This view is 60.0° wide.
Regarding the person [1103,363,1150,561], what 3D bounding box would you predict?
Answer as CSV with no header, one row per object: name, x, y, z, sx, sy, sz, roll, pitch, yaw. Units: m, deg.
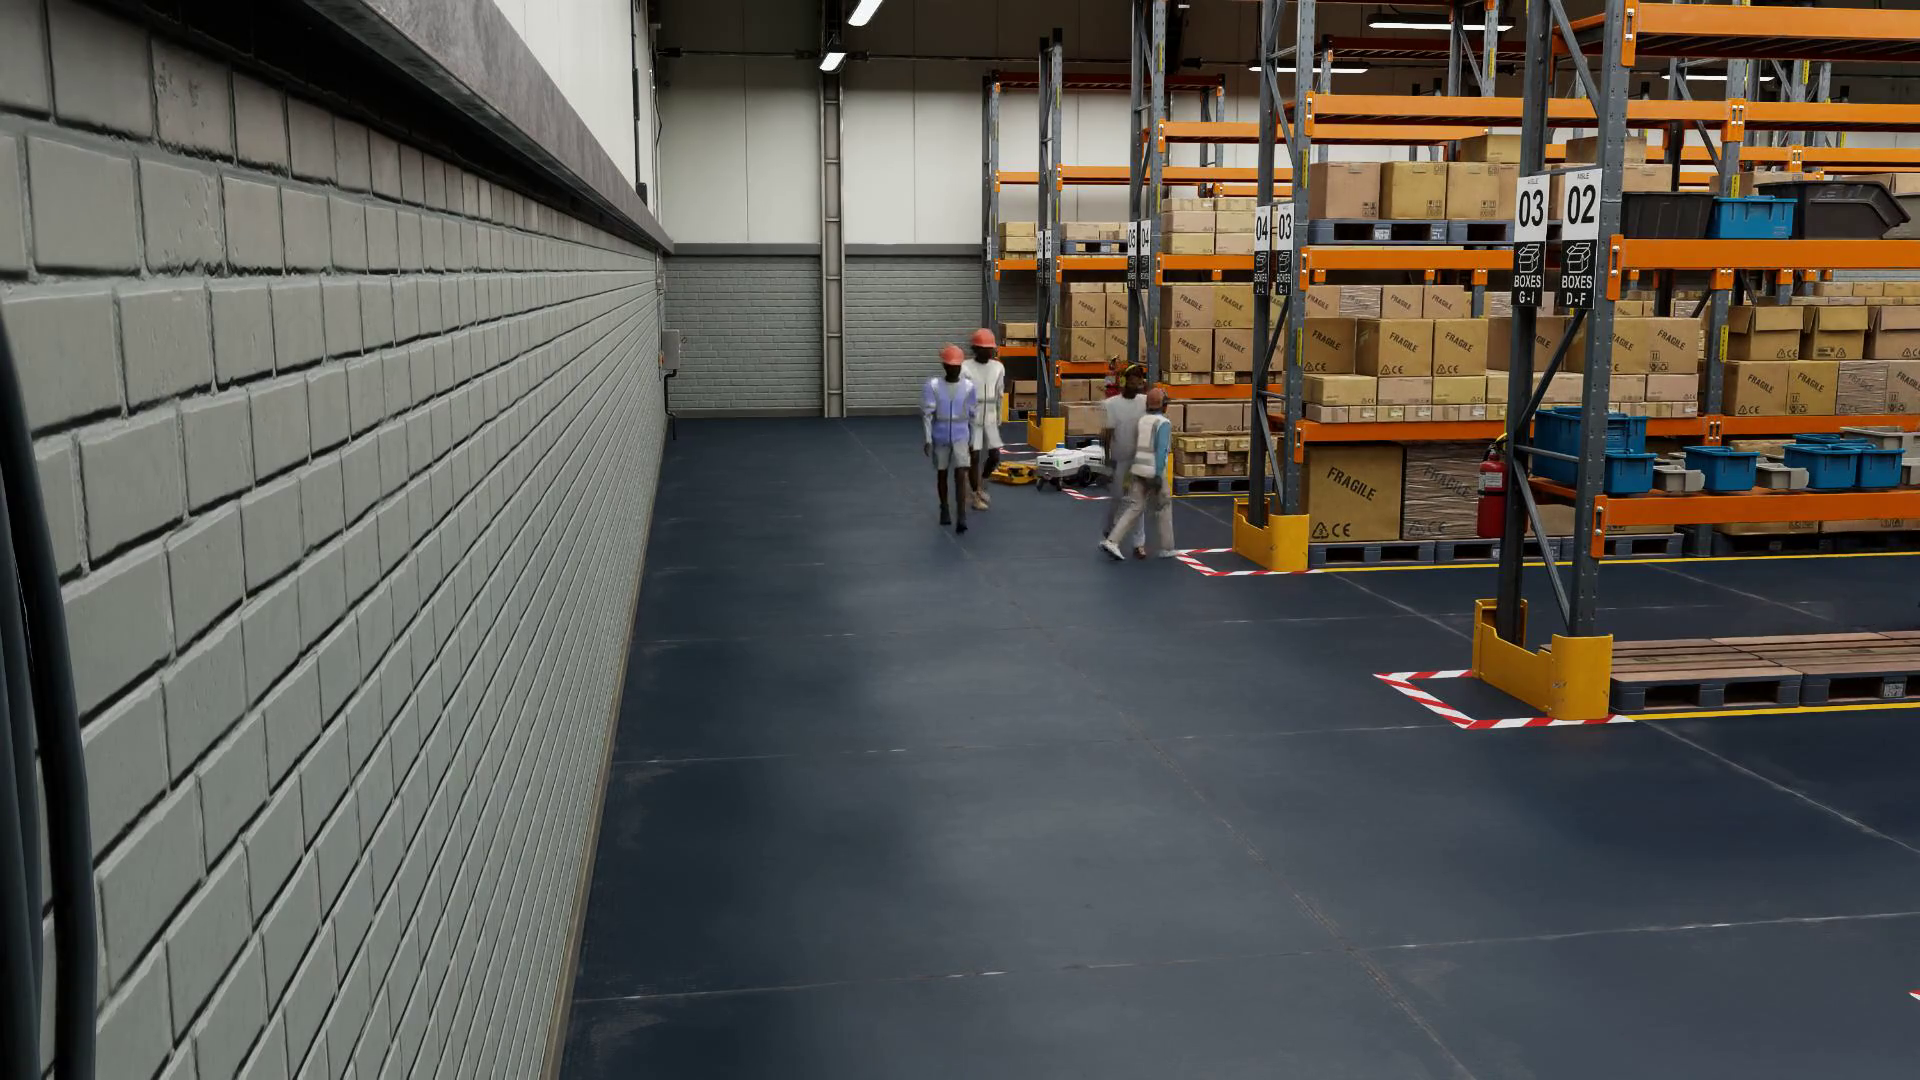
person,1.583,-0.762,15.600,0.545,1.807,1.010,-1,9,-9

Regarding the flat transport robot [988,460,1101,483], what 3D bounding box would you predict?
flat transport robot,1.086,-0.892,21.092,1.431,0.197,0.652,-6,11,-33

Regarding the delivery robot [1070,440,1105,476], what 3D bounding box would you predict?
delivery robot,1.673,-0.995,20.562,0.707,0.478,0.477,8,12,40

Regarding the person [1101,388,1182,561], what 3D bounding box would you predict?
person,1.686,-0.599,15.228,0.781,1.593,0.552,-5,11,-30

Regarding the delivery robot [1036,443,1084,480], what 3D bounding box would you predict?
delivery robot,1.218,-0.937,20.211,0.477,0.478,0.707,6,11,32

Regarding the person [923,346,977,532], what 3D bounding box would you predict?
person,-0.097,-1.040,17.067,0.553,1.889,0.986,0,9,-2

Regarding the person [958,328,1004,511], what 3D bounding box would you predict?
person,0.232,-1.330,18.409,0.605,2.020,0.481,-4,10,-21
